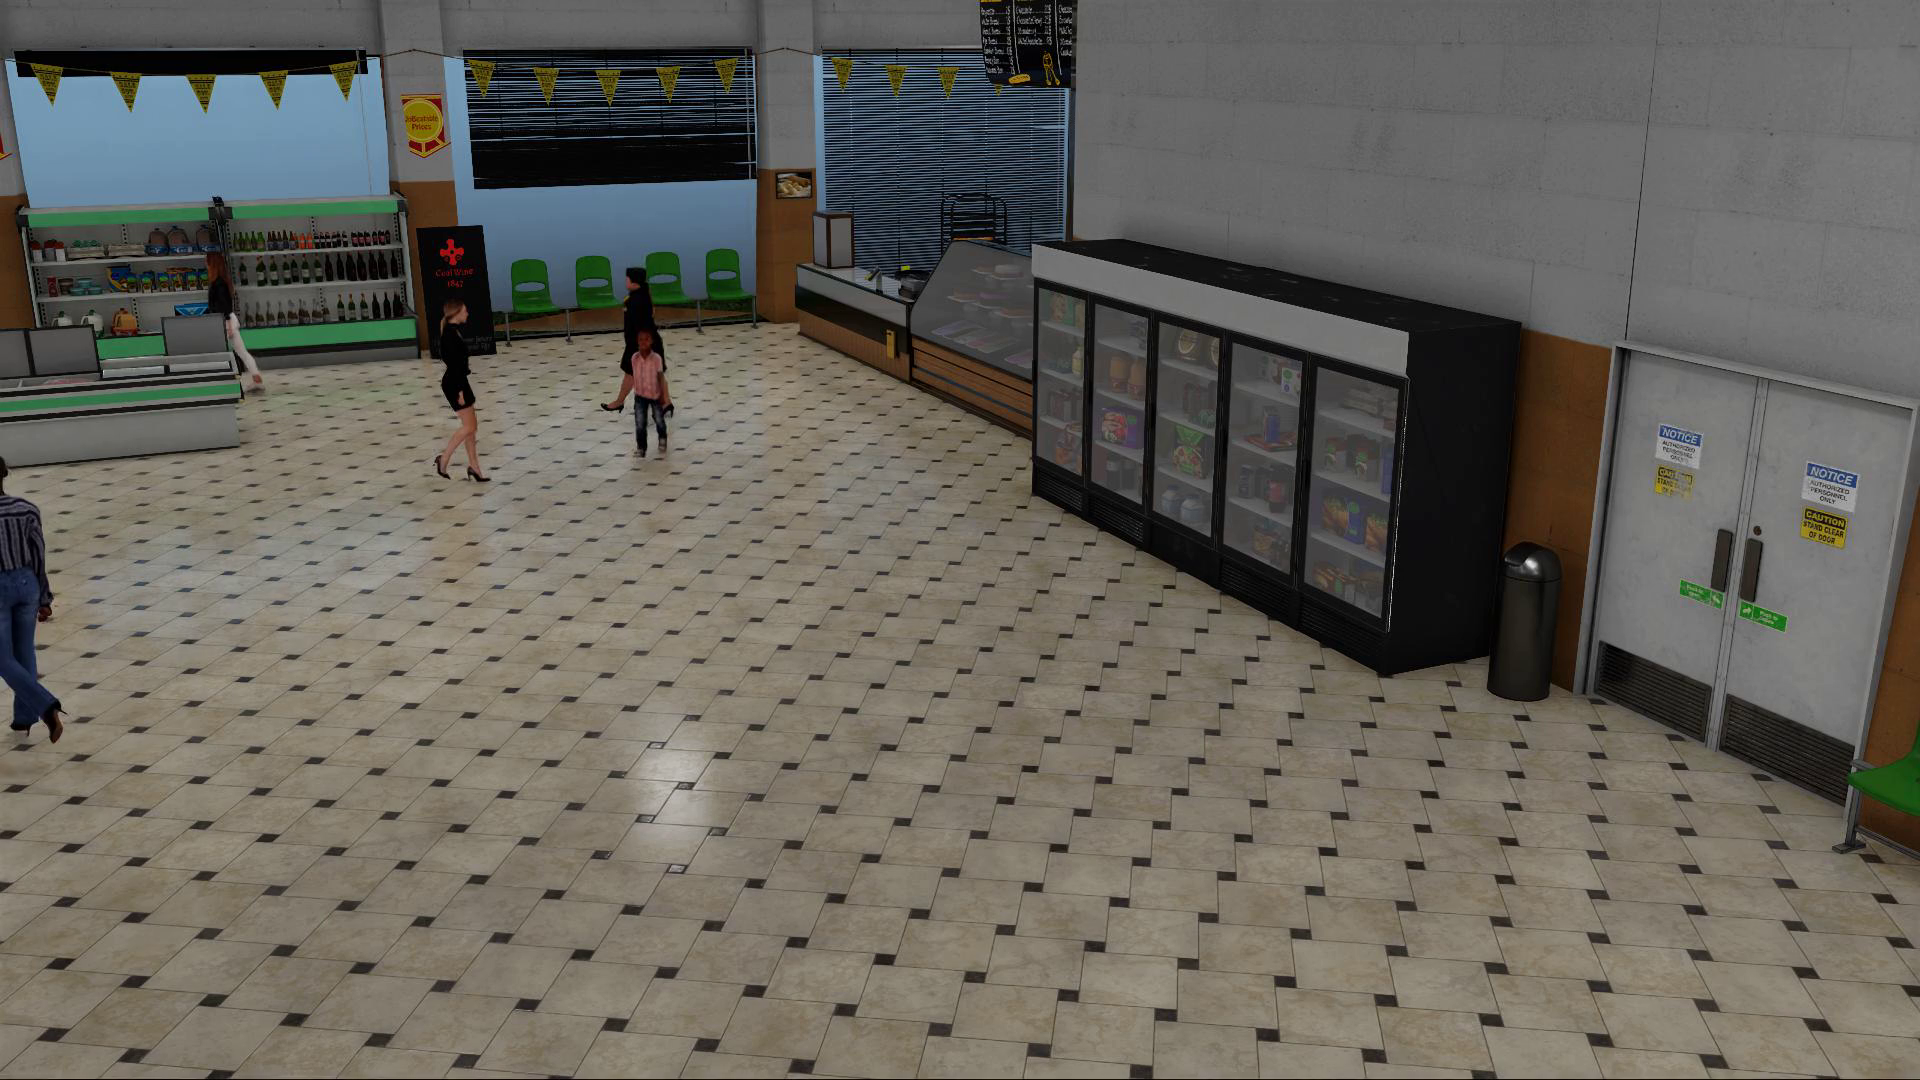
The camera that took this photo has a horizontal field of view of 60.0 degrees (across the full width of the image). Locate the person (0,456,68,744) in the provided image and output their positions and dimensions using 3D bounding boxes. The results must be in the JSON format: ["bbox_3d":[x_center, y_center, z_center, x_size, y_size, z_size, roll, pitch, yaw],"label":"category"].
[{"bbox_3d":[-5.495,0.391,9.681,0.996,1.771,1.045,12,21,35],"label":"person"}]

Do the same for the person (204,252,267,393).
[{"bbox_3d":[-8.460,-2.495,19.372,1.164,1.663,0.788,-3,17,-10],"label":"person"}]

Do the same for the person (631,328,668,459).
[{"bbox_3d":[-3.100,-1.483,16.705,0.920,1.277,0.853,2,17,5],"label":"person"}]

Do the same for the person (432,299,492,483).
[{"bbox_3d":[-4.700,-1.355,15.457,0.776,1.757,0.652,-6,18,-18],"label":"person"}]

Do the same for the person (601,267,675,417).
[{"bbox_3d":[-3.382,-2.122,18.199,1.170,1.631,1.022,1,17,4],"label":"person"}]
